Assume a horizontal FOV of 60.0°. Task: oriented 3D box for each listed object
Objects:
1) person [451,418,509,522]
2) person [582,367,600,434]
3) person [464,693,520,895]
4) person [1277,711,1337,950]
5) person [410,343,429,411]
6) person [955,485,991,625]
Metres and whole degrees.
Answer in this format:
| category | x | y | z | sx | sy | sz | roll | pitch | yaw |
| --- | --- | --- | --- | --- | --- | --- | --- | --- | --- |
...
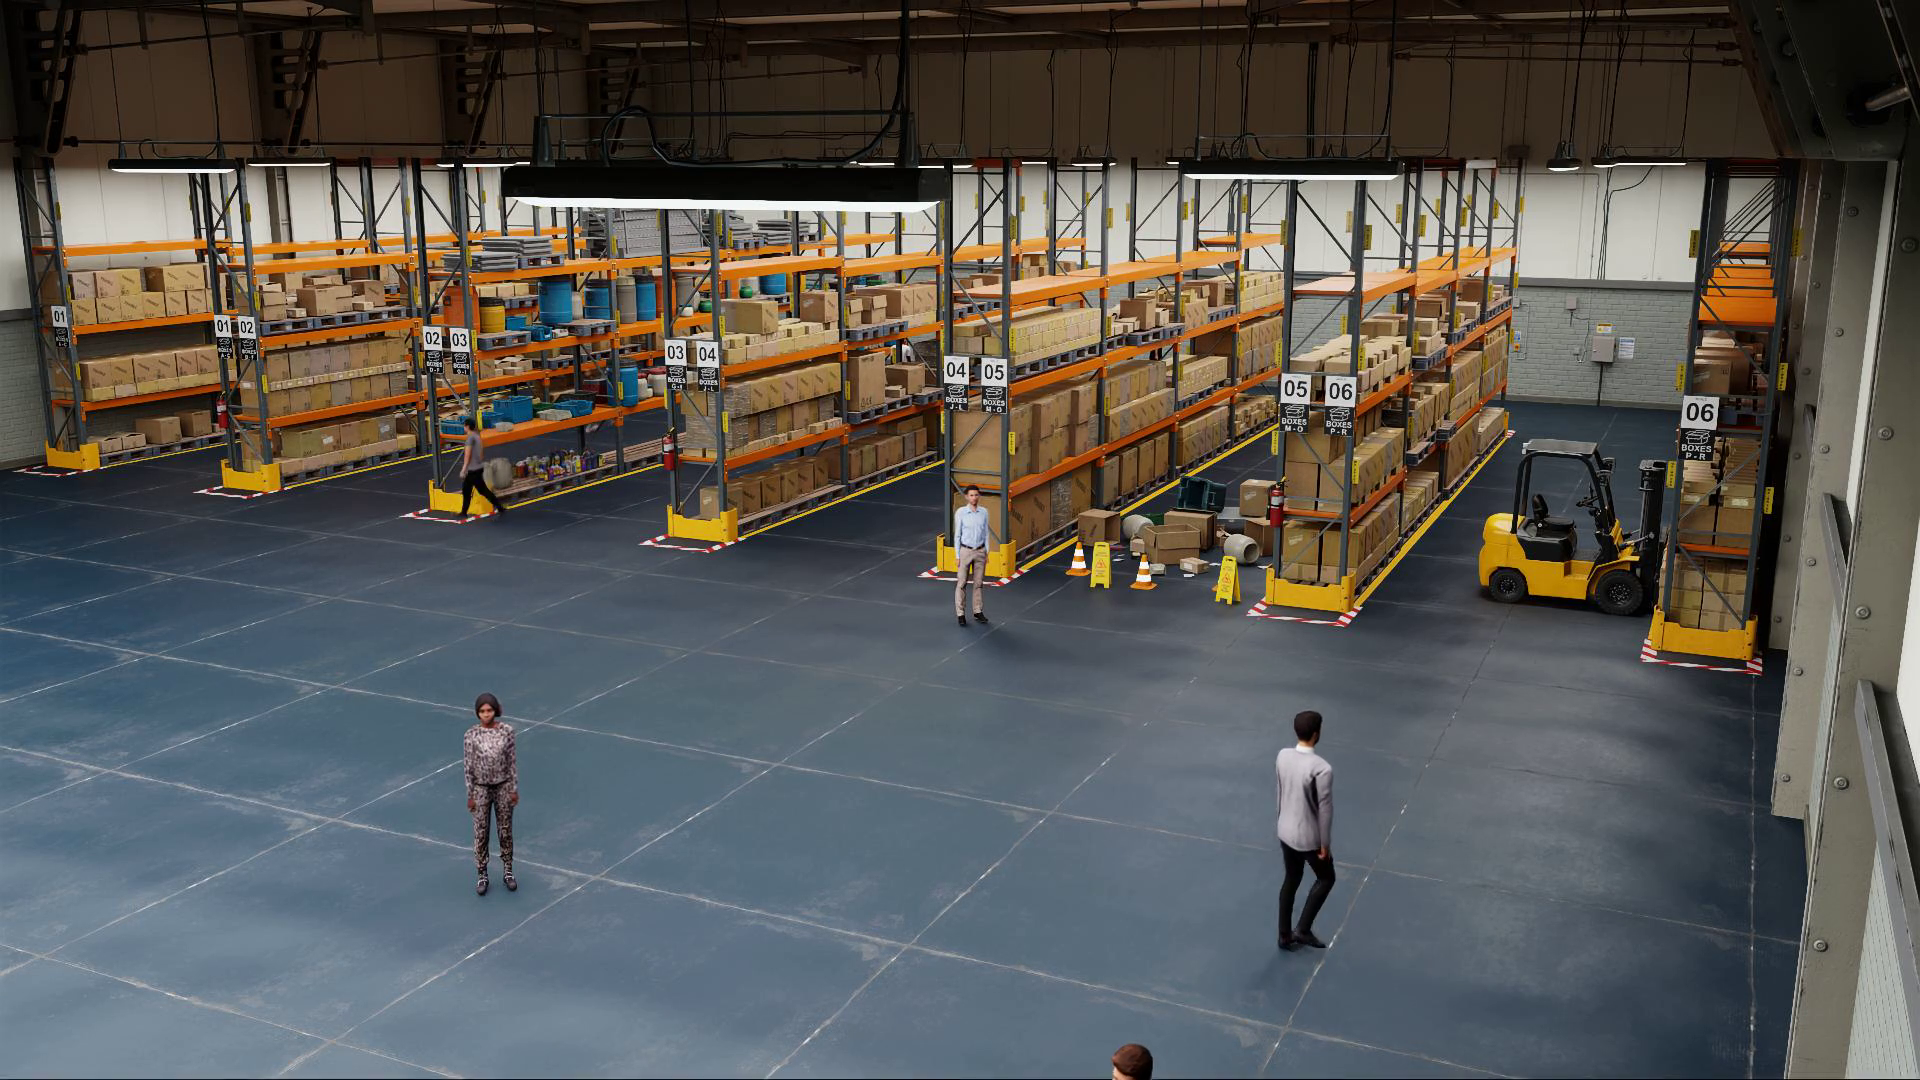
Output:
| category | x | y | z | sx | sy | sz | roll | pitch | yaw |
| --- | --- | --- | --- | --- | --- | --- | --- | --- | --- |
| person | -8.060 | -1.162 | 27.970 | 1.130 | 1.721 | 1.184 | -3 | 13 | -13 |
| person | -8.191 | -3.100 | 36.949 | 0.703 | 1.446 | 1.026 | 3 | 13 | 14 |
| person | -3.899 | 2.103 | 13.887 | 0.673 | 1.713 | 0.732 | -5 | 14 | -19 |
| person | 2.565 | 2.266 | 12.758 | 0.850 | 1.905 | 0.861 | -9 | 16 | -33 |
| person | -12.670 | -3.755 | 39.058 | 0.615 | 1.769 | 0.548 | 5 | 14 | 21 |
| person | 0.162 | 0.173 | 21.923 | 0.747 | 1.848 | 0.800 | -4 | 14 | -17 |
